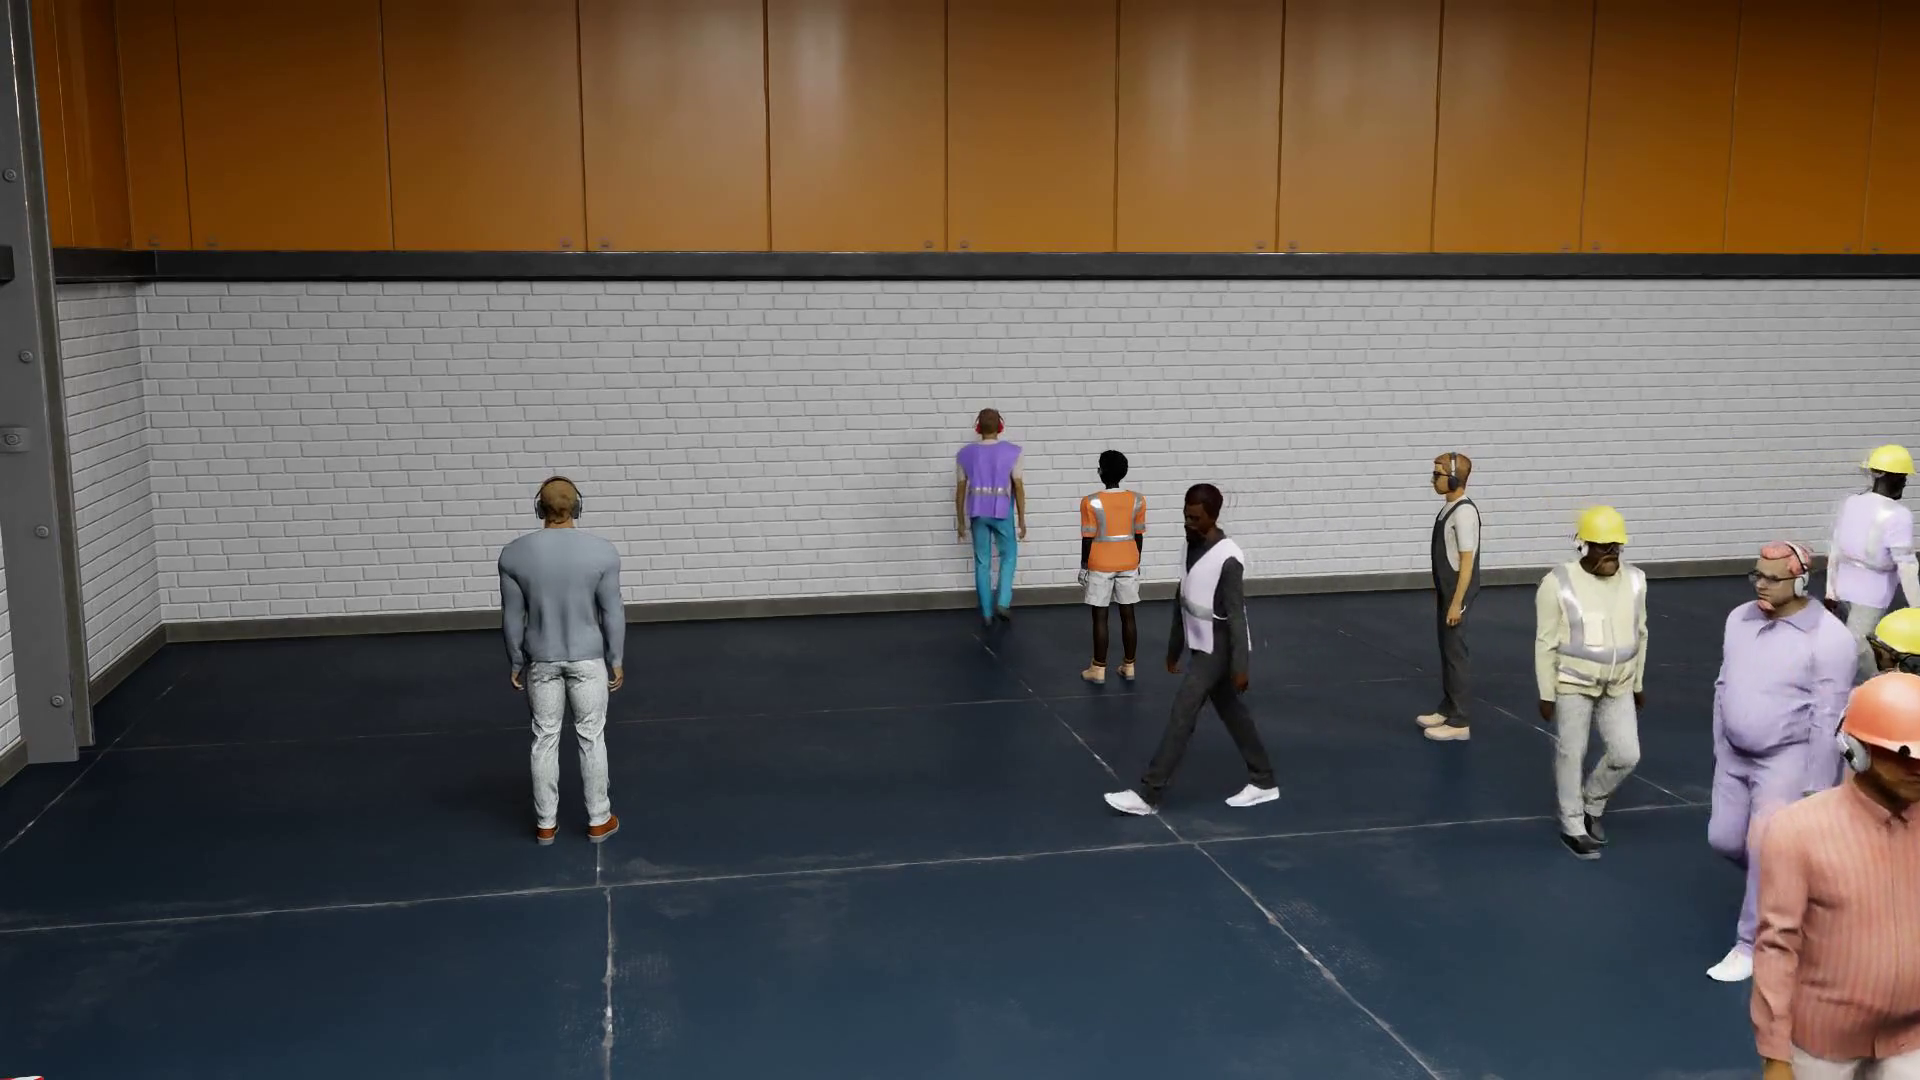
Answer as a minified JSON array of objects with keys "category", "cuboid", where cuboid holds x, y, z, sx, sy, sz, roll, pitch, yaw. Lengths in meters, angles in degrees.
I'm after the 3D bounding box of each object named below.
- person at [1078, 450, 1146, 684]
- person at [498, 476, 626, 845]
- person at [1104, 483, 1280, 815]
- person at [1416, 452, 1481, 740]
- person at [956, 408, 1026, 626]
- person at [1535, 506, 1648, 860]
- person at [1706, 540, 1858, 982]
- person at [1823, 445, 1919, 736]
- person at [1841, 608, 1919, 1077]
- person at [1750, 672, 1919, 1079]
[{"category":"person","cuboid":[1.096,0.192,12.045,0.537,1.700,0.318,-4,10,-23]},{"category":"person","cuboid":[-2.052,0.628,8.657,0.633,1.940,0.368,-1,9,-5]},{"category":"person","cuboid":[1.322,0.598,9.103,1.055,1.849,0.618,-2,10,-12]},{"category":"person","cuboid":[3.136,0.355,10.608,0.325,1.843,0.517,1,9,8]},{"category":"person","cuboid":[0.258,-0.190,13.949,0.606,1.831,0.483,2,9,9]},{"category":"person","cuboid":[3.205,0.723,8.437,0.621,1.818,0.426,-1,9,-8]},{"category":"person","cuboid":[3.467,0.923,7.051,0.615,1.882,0.652,-3,10,-20]},{"category":"person","cuboid":[5.877,0.342,10.559,0.917,1.887,0.596,-1,9,-3]},{"category":"person","cuboid":[3.457,1.119,6.230,0.343,1.760,0.533,1,9,9]},{"category":"person","cuboid":[2.394,1.323,4.309,0.659,1.968,0.774,0,9,-2]}]
